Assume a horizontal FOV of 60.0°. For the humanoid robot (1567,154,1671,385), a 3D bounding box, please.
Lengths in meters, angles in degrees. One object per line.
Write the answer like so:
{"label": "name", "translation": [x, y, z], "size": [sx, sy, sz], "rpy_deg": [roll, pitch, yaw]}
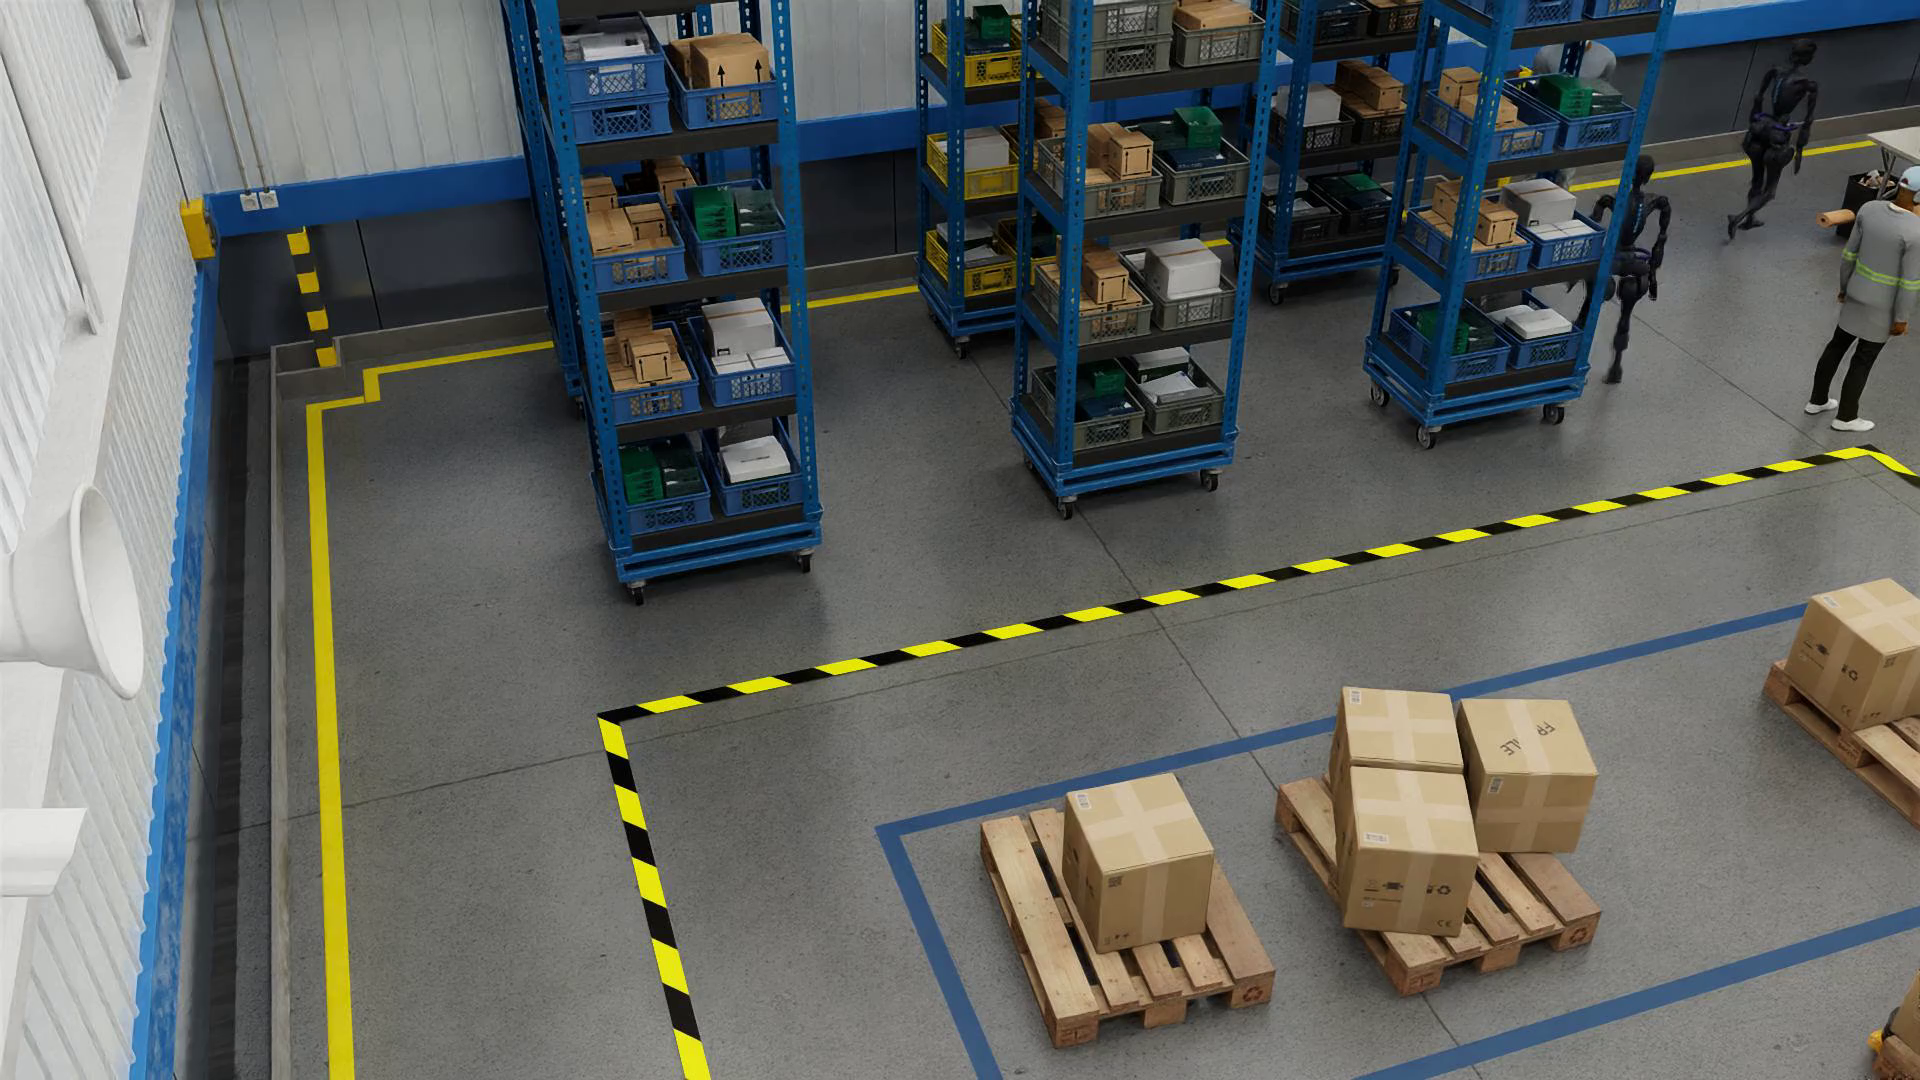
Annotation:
{"label": "humanoid robot", "translation": [4.528, -1.840, 11.438], "size": [0.611, 1.638, 0.384], "rpy_deg": [0, 35, -1]}

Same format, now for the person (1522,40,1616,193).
{"label": "person", "translation": [4.786, -3.272, 13.246], "size": [0.636, 1.937, 0.357], "rpy_deg": [4, 35, 5]}

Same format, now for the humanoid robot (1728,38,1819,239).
{"label": "humanoid robot", "translation": [6.512, -3.237, 13.442], "size": [0.611, 1.639, 0.589], "rpy_deg": [-17, 39, -23]}

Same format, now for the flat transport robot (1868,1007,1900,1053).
{"label": "flat transport robot", "translation": [4.471, 2.383, 6.653], "size": [0.652, 0.197, 1.431], "rpy_deg": [-14, 38, -19]}

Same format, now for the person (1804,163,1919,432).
{"label": "person", "translation": [6.028, -1.590, 10.937], "size": [0.392, 1.851, 0.587], "rpy_deg": [-11, 37, -15]}
